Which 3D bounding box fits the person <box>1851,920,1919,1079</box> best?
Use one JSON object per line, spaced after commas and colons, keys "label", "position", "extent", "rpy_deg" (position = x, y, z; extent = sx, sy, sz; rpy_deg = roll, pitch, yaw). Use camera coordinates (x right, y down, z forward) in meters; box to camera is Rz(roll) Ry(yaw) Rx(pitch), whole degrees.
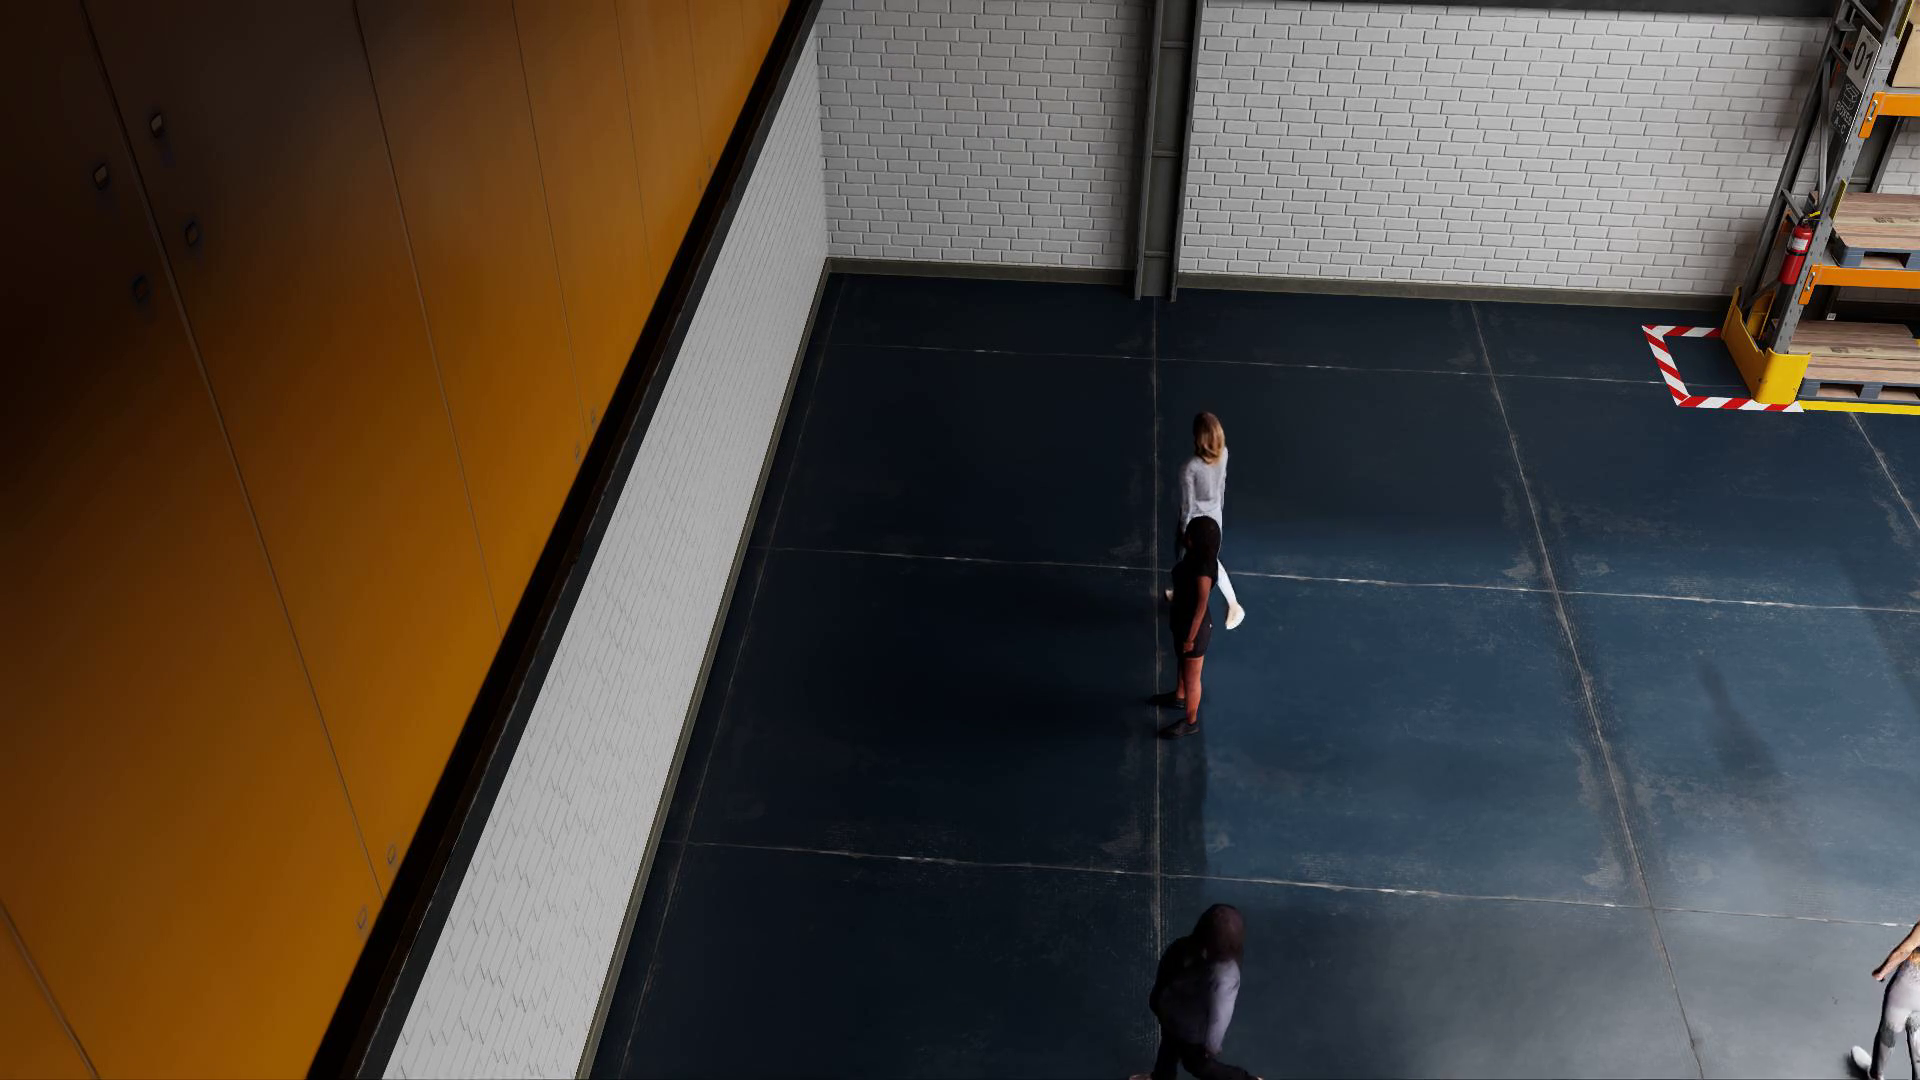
{"label": "person", "position": [5.034, 2.393, 8.640], "extent": [0.682, 1.692, 0.653], "rpy_deg": [1, 39, 1]}

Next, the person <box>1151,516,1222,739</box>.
{"label": "person", "position": [1.511, 0.550, 10.908], "extent": [0.577, 1.741, 0.627], "rpy_deg": [-4, 39, -5]}

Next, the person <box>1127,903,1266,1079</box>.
{"label": "person", "position": [1.311, 2.449, 8.664], "extent": [0.963, 1.575, 0.701], "rpy_deg": [1, 39, 1]}

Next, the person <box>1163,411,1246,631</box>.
{"label": "person", "position": [1.743, -0.077, 11.671], "extent": [1.020, 1.770, 1.036], "rpy_deg": [-23, 44, -26]}
